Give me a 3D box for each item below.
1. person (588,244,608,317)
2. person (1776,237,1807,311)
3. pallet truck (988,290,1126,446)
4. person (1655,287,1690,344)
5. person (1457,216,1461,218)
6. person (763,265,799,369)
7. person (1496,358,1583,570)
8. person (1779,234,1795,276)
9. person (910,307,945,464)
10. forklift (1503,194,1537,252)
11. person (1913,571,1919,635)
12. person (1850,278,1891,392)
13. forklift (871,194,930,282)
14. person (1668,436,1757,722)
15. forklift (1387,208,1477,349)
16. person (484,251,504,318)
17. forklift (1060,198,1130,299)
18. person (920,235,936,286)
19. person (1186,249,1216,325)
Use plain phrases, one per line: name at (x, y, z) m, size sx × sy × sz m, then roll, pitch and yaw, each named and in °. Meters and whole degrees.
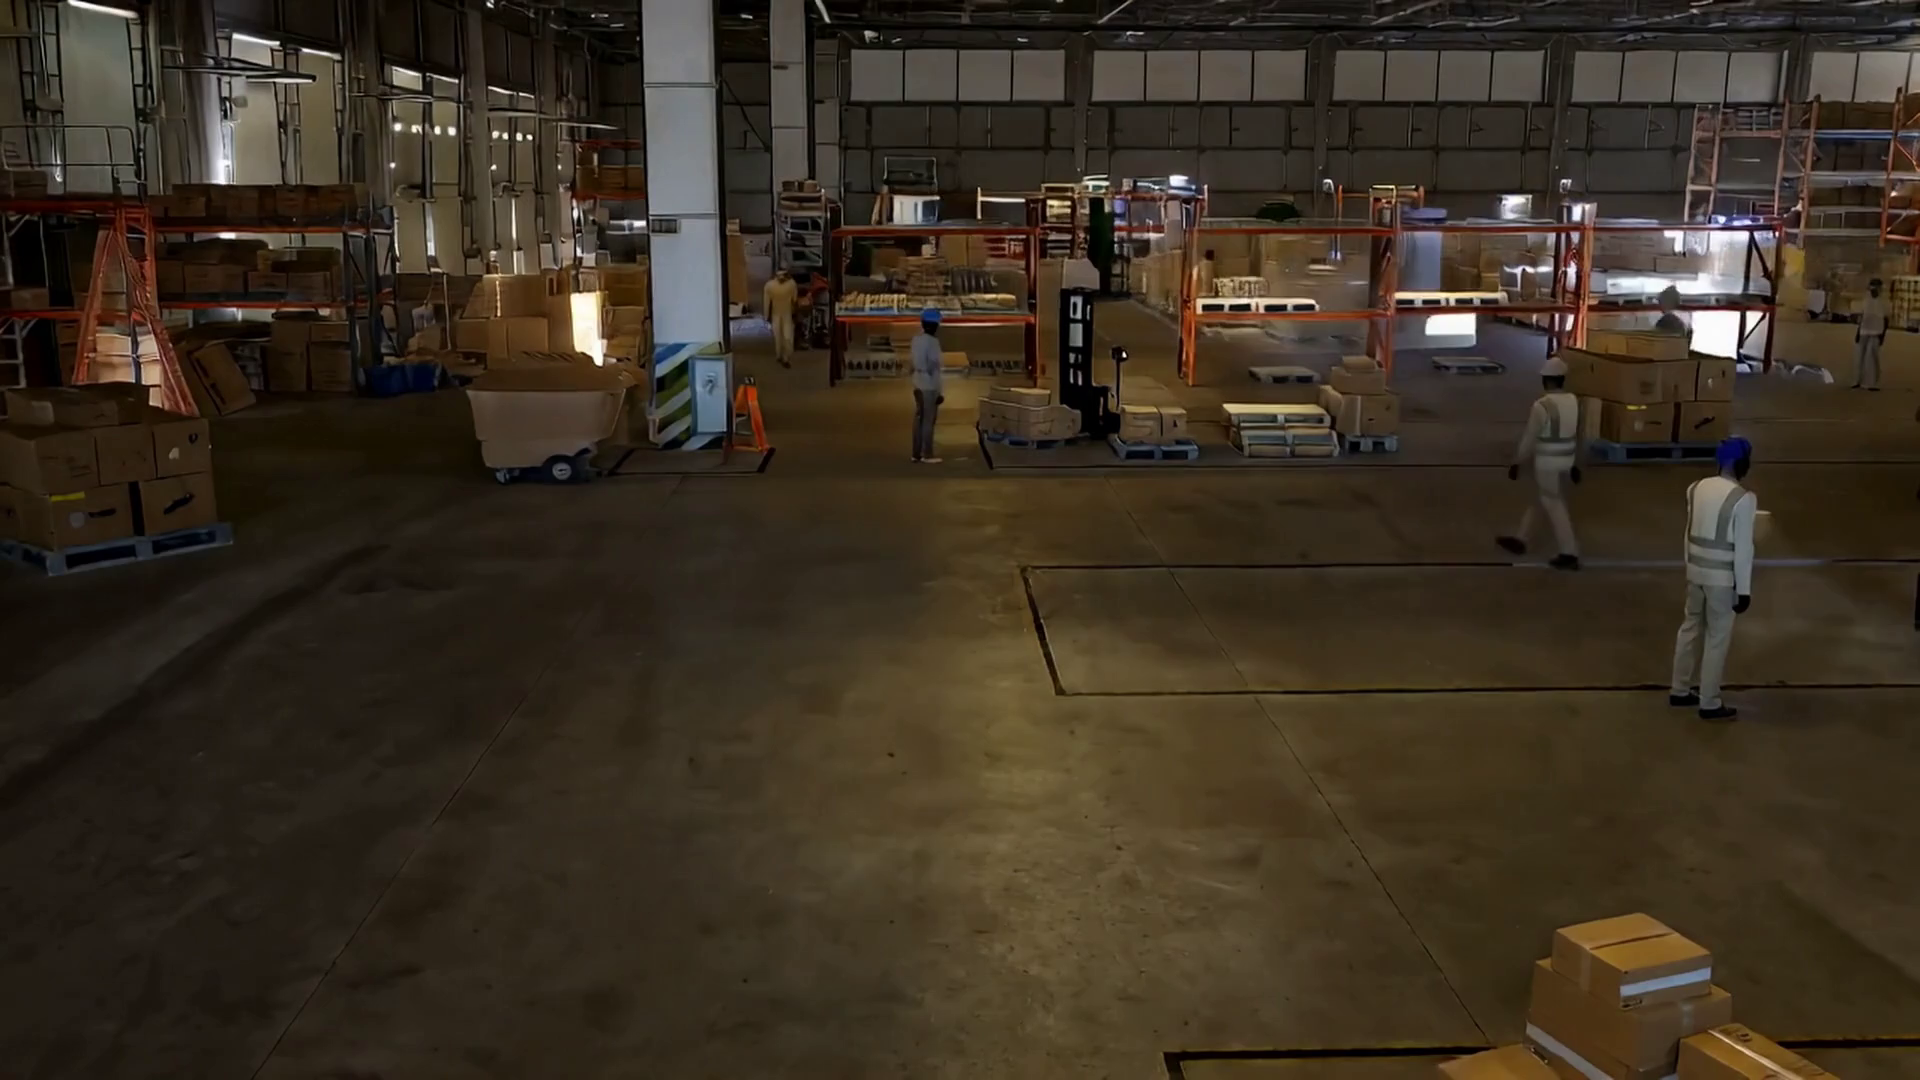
person at (-8.797, -6.329, 40.692) m, size 0.569 × 1.847 × 1.053 m, roll -3°, pitch 13°, yaw -11°
person at (21.647, -6.932, 43.260) m, size 0.643 × 1.905 × 0.966 m, roll -5°, pitch 13°, yaw -21°
pallet truck at (1.257, -2.299, 22.111) m, size 1.885 × 1.965 × 0.823 m, roll -9°, pitch 15°, yaw -35°
person at (9.594, -2.459, 22.735) m, size 0.704 × 2.000 × 0.699 m, roll 9°, pitch 15°, yaw 36°
person at (18.269, -10.962, 61.377) m, size 0.525 × 1.927 × 0.553 m, roll -2°, pitch 13°, yaw -7°
person at (-3.282, -4.116, 30.597) m, size 0.641 × 1.890 × 1.033 m, roll -1°, pitch 13°, yaw -4°
person at (5.360, -0.714, 15.198) m, size 0.617 × 1.897 × 0.989 m, roll -9°, pitch 16°, yaw -36°
person at (25.952, -8.798, 52.243) m, size 0.882 × 1.647 × 0.530 m, roll -7°, pitch 14°, yaw -30°
person at (-0.388, -1.895, 20.466) m, size 0.390 × 1.919 × 0.588 m, roll -8°, pitch 15°, yaw -33°
forklift at (18.848, -10.317, 56.304) m, size 1.129 × 2.768 × 1.873 m, roll 1°, pitch 13°, yaw 7°
person at (7.622, -0.188, 12.834) m, size 0.354 × 1.886 × 0.573 m, roll 9°, pitch 15°, yaw 34°
person at (14.922, -3.357, 27.215) m, size 0.325 × 1.860 × 0.511 m, roll -6°, pitch 14°, yaw -27°
forklift at (-1.846, -9.734, 53.668) m, size 1.873 × 2.768 × 1.129 m, roll -7°, pitch 14°, yaw -30°
person at (4.947, 0.250, 10.890) m, size 0.354 × 1.877 × 0.574 m, roll -3°, pitch 13°, yaw -15°
forklift at (9.444, -5.294, 33.625) m, size 1.873 × 2.768 × 1.129 m, roll 0°, pitch 12°, yaw -2°
person at (-11.481, -6.269, 40.876) m, size 0.525 × 1.632 × 0.318 m, roll 10°, pitch 16°, yaw 37°
forklift at (3.797, -8.210, 46.791) m, size 1.873 × 2.768 × 1.129 m, roll 0°, pitch 12°, yaw -2°
person at (-0.970, -8.435, 50.525) m, size 0.536 × 1.678 × 0.675 m, roll 5°, pitch 13°, yaw 20°
person at (5.660, -5.886, 38.807) m, size 0.959 × 1.793 × 0.698 m, roll -3°, pitch 13°, yaw -11°
